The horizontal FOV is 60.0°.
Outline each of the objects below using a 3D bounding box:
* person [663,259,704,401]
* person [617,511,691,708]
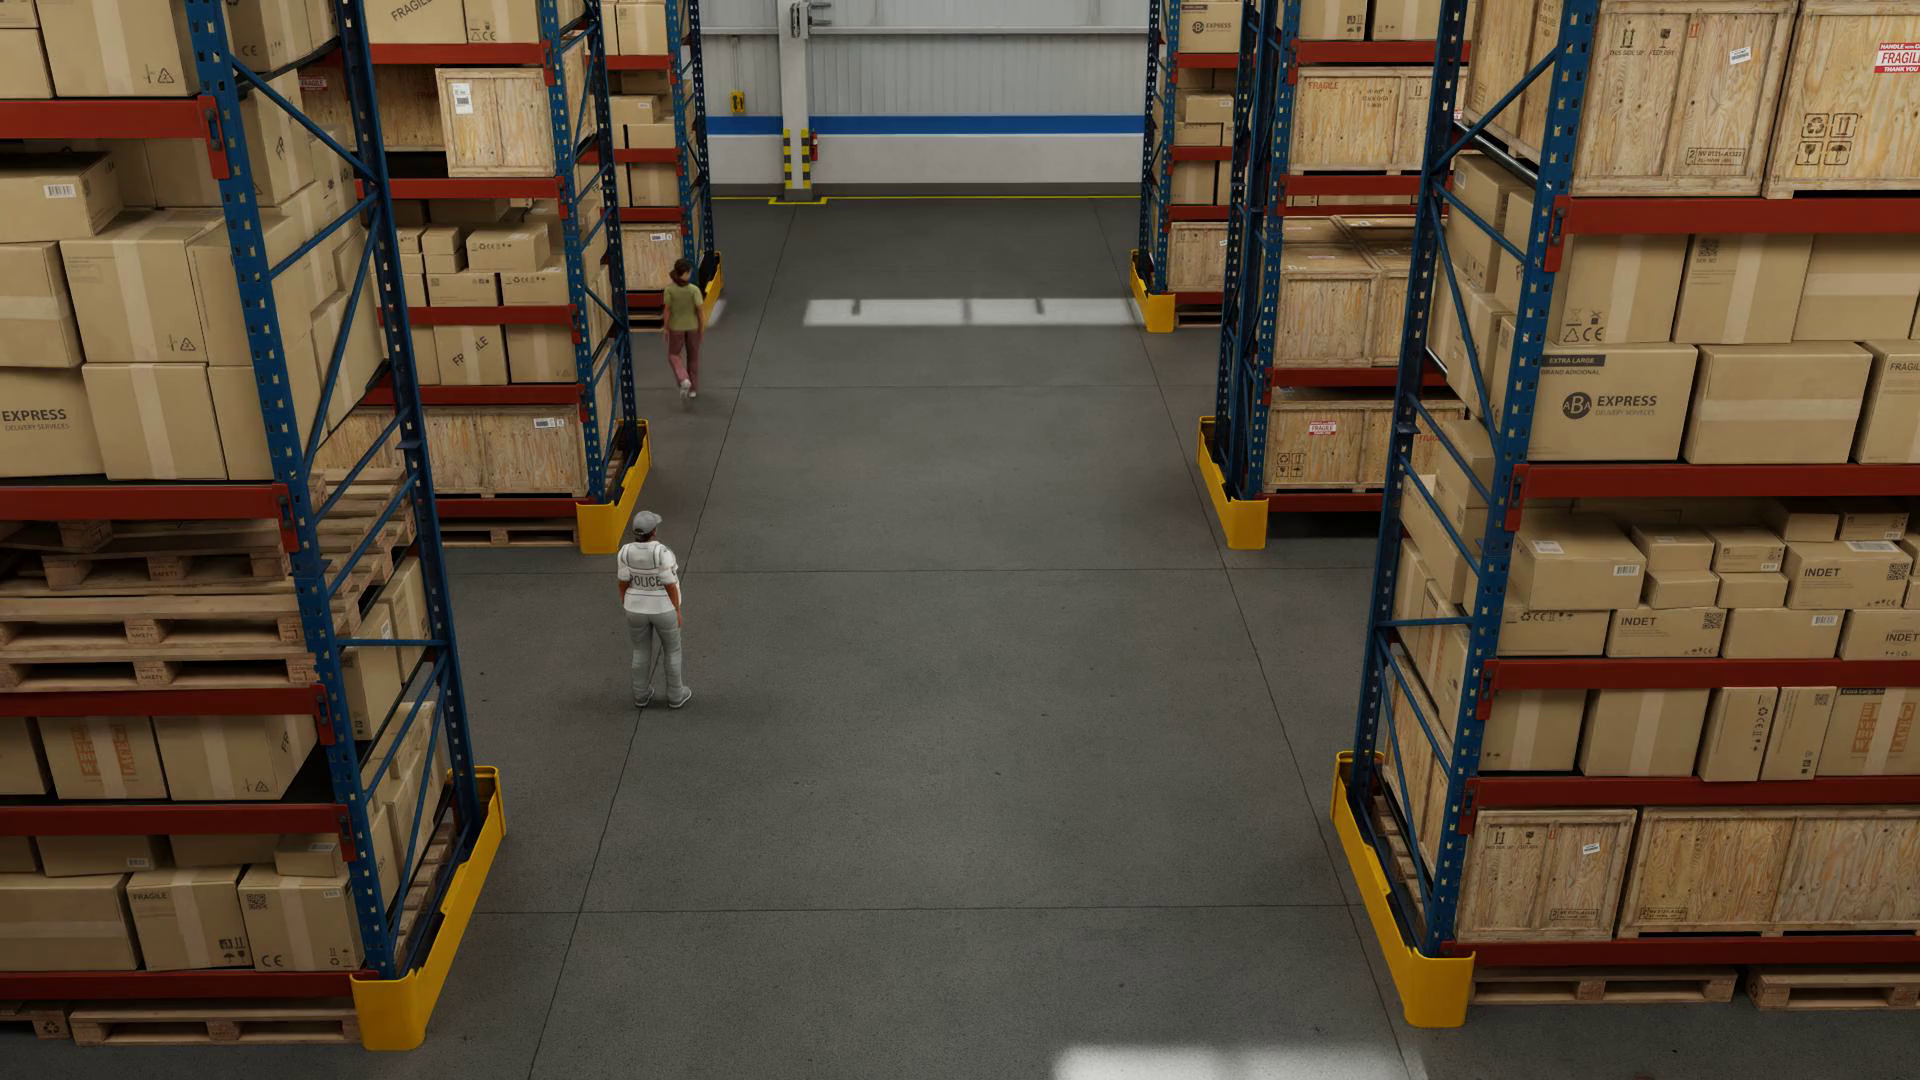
[{"bbox_3d":[-3.178,-2.417,19.134,0.474,1.675,0.624,-5,26,-11],"label":"person"},{"bbox_3d":[-2.371,0.533,12.859,0.468,1.664,0.391,3,25,7],"label":"person"}]
